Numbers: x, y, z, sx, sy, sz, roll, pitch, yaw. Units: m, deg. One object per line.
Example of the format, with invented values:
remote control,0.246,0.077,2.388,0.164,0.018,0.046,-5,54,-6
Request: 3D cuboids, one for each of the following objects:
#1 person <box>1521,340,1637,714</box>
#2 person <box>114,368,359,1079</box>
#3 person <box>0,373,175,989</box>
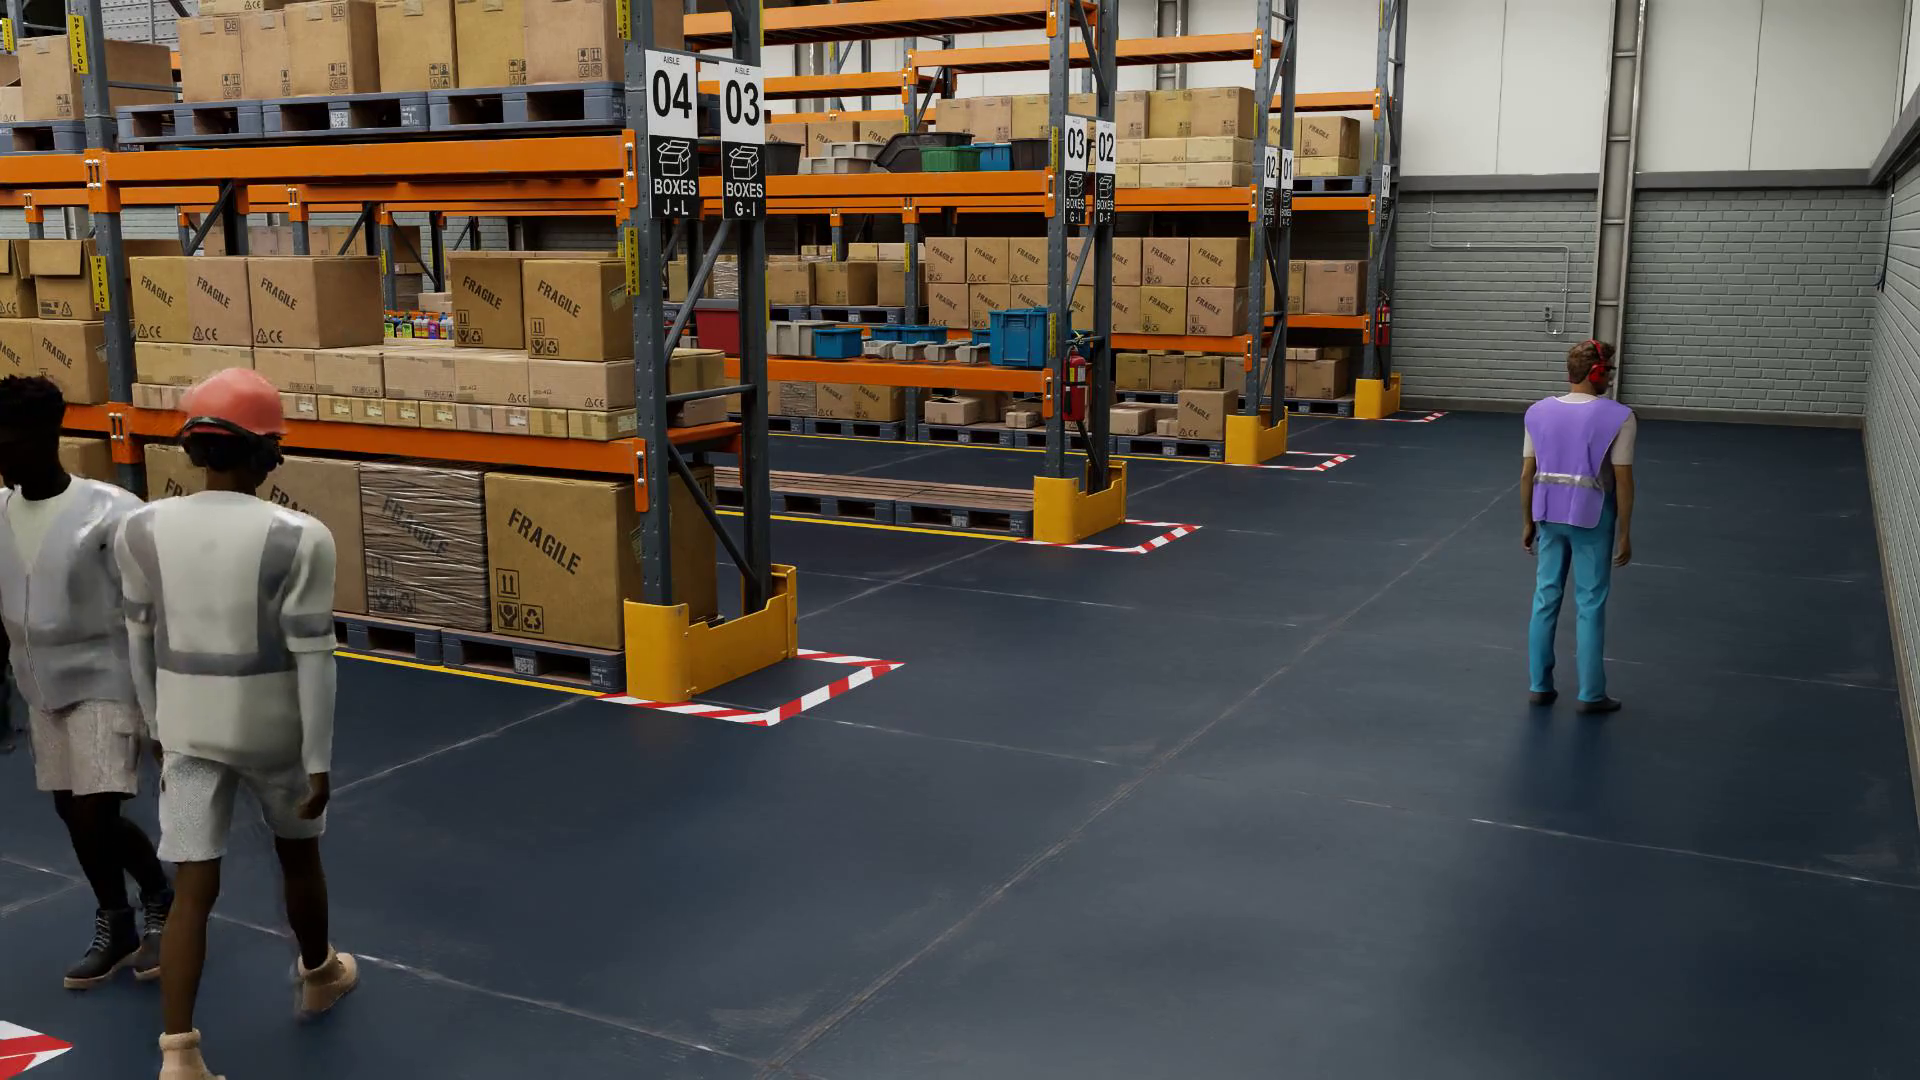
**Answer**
person,3.031,-0.059,8.216,0.396,1.839,0.564,-10,14,-43
person,-2.015,0.529,4.606,0.628,2.003,1.027,0,10,-3
person,-2.724,0.452,5.114,0.618,1.943,0.426,3,11,16
